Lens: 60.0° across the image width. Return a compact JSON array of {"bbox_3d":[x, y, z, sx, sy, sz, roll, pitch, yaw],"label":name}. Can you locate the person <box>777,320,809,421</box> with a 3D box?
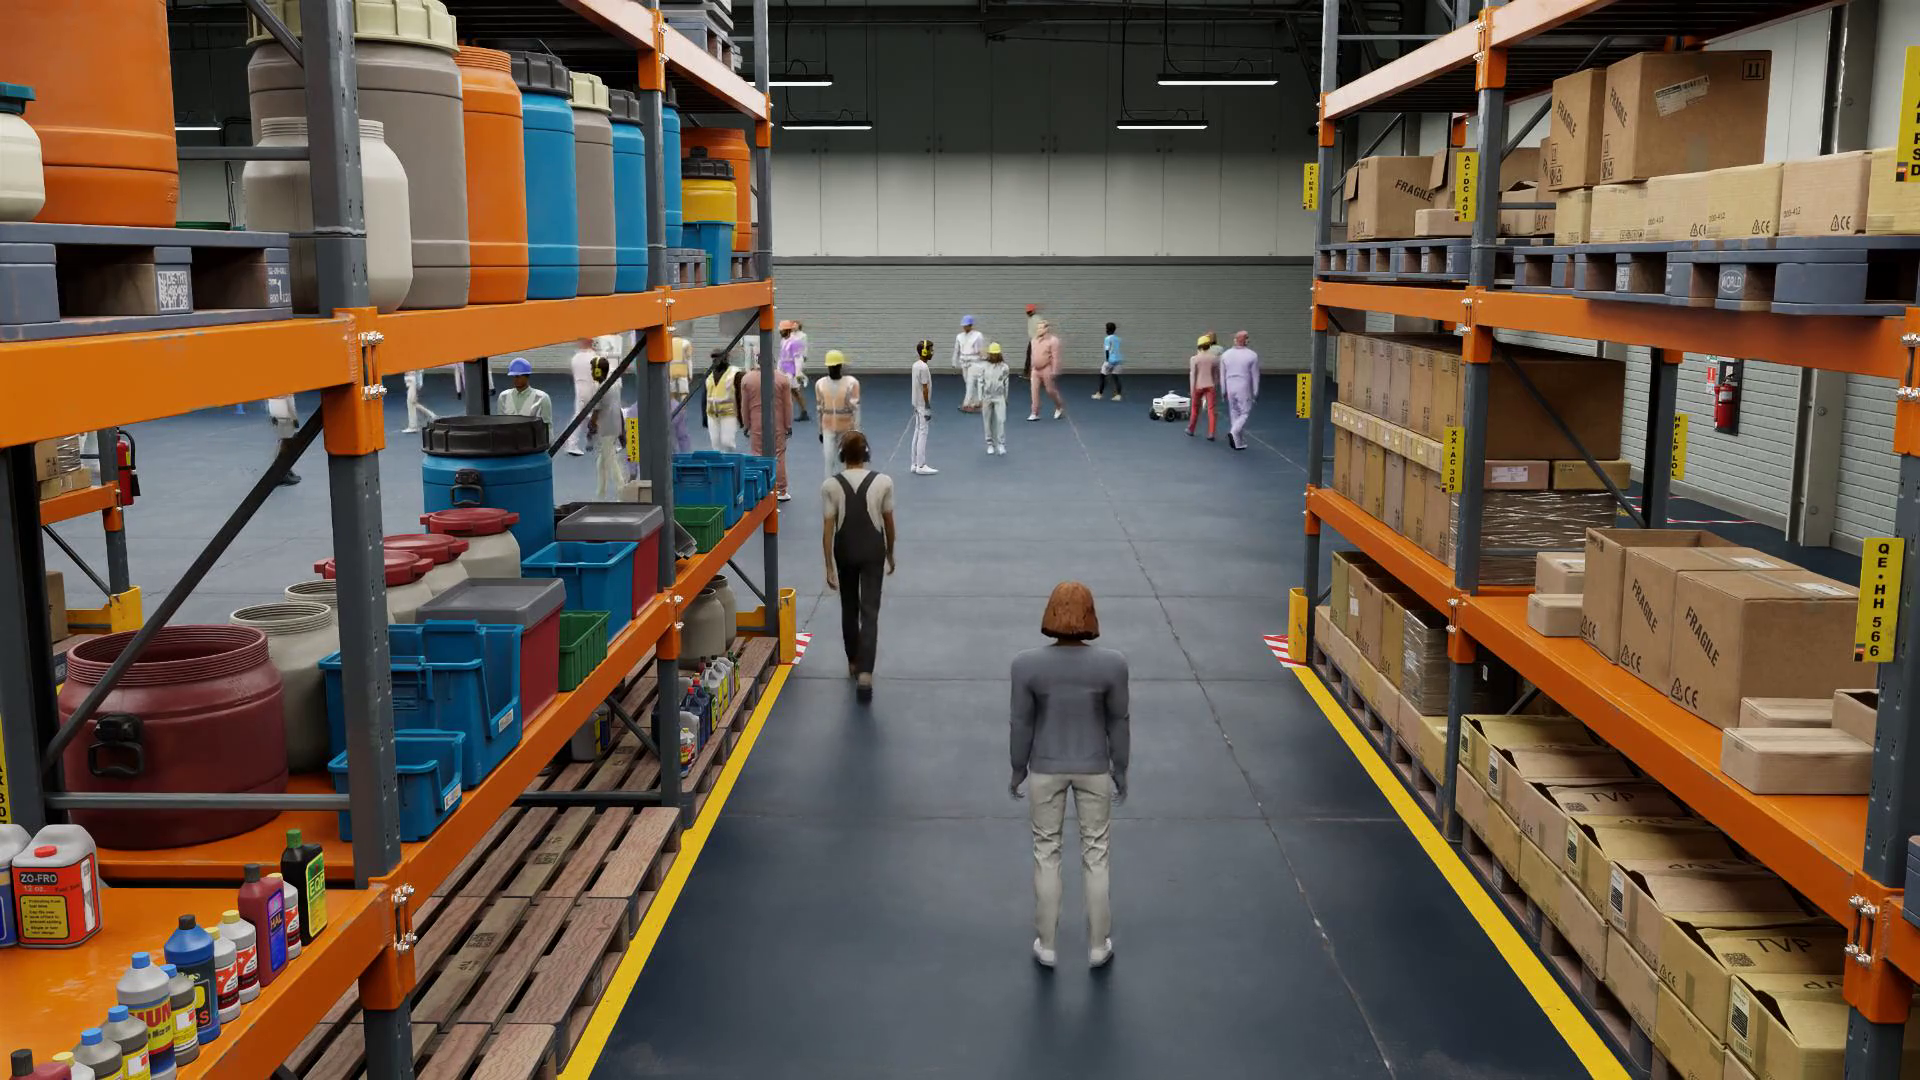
[{"bbox_3d":[-3.237,-3.115,30.772,1.006,1.878,0.564,-5,11,-28],"label":"person"}]

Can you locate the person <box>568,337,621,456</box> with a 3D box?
[{"bbox_3d":[-5.681,-2.228,25.553,0.659,1.860,0.980,6,11,33],"label":"person"}]

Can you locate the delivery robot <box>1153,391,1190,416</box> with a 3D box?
[{"bbox_3d":[3.983,-2.564,31.291,0.707,0.478,0.477,-7,12,-34],"label":"delivery robot"}]

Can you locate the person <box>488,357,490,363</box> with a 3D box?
[{"bbox_3d":[-10.141,-3.669,34.918,0.518,1.610,0.705,-3,10,-19],"label":"person"}]

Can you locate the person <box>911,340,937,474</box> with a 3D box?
[{"bbox_3d":[-0.520,-1.874,23.396,0.312,1.864,0.532,-3,10,-17],"label":"person"}]

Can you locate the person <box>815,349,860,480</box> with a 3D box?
[{"bbox_3d":[-1.500,-1.427,20.647,0.585,1.893,0.854,1,10,9],"label":"person"}]

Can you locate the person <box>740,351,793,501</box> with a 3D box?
[{"bbox_3d":[-2.382,-1.430,20.608,0.638,1.911,0.406,0,9,1],"label":"person"}]

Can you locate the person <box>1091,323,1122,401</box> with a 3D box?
[{"bbox_3d":[3.148,-3.811,35.577,0.774,1.663,0.558,7,12,36],"label":"person"}]

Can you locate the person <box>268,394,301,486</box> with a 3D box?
[{"bbox_3d":[-8.958,-1.698,22.174,0.509,1.916,0.571,-7,12,-37],"label":"person"}]

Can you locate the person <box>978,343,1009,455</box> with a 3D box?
[{"bbox_3d":[0.519,-2.151,25.534,0.493,1.708,0.855,0,9,-3],"label":"person"}]

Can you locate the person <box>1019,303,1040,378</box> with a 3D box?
[{"bbox_3d":[2.027,-5.123,42.750,1.062,1.921,0.622,-5,11,-29],"label":"person"}]

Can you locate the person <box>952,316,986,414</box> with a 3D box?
[{"bbox_3d":[0.112,-3.411,32.462,0.651,1.900,0.956,6,11,33],"label":"person"}]

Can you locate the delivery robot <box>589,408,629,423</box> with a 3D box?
[{"bbox_3d":[-6.106,-2.196,29.088,0.707,0.478,0.477,0,10,1],"label":"delivery robot"}]

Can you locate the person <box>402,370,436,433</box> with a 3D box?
[{"bbox_3d":[-9.468,-2.687,28.974,0.544,1.619,0.520,-6,11,-30],"label":"person"}]

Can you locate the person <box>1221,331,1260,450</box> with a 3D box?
[{"bbox_3d":[4.370,-2.337,26.103,0.653,1.890,0.719,7,12,38],"label":"person"}]

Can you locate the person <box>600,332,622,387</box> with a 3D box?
[{"bbox_3d":[-6.425,-3.130,30.486,0.643,2.008,0.663,4,10,22],"label":"person"}]

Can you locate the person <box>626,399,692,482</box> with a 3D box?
[{"bbox_3d":[-3.005,-0.741,16.564,0.638,1.895,1.043,-7,12,-37],"label":"person"}]

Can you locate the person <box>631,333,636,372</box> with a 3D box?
[{"bbox_3d":[-6.342,-3.615,33.957,0.839,1.812,0.603,9,13,44],"label":"person"}]

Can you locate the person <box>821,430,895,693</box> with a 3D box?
[{"bbox_3d":[-0.706,0.136,11.574,0.508,1.808,0.970,0,9,0],"label":"person"}]

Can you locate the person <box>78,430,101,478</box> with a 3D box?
[{"bbox_3d":[-11.980,-1.766,22.820,0.429,1.841,0.633,3,10,16],"label":"person"}]

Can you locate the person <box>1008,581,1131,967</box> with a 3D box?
[{"bbox_3d":[0.460,0.986,6.997,0.519,1.624,0.319,0,9,1],"label":"person"}]

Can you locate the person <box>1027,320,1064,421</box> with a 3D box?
[{"bbox_3d":[1.616,-3.203,31.330,0.651,1.881,0.857,7,12,38],"label":"person"}]

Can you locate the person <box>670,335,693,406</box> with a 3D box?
[{"bbox_3d":[-5.109,-2.999,29.973,0.562,1.918,0.554,-1,10,-6],"label":"person"}]

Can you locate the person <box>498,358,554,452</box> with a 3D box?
[{"bbox_3d":[-4.613,-0.955,17.642,0.605,1.949,0.401,2,10,10],"label":"person"}]

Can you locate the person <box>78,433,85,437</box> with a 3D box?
[{"bbox_3d":[-11.675,-1.456,21.484,0.800,1.668,0.527,6,11,30],"label":"person"}]

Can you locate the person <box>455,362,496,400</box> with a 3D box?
[{"bbox_3d":[-8.000,-2.544,27.336,0.598,1.892,0.925,3,10,20],"label":"person"}]

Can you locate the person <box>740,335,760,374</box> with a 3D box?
[{"bbox_3d":[-5.166,-4.895,41.294,0.629,1.932,0.379,1,9,3],"label":"person"}]

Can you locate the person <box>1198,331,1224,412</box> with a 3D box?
[{"bbox_3d":[4.867,-3.240,32.321,0.504,1.619,0.523,1,10,8],"label":"person"}]

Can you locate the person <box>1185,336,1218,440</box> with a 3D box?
[{"bbox_3d":[4.079,-2.554,27.925,0.545,1.716,0.921,-2,10,-14],"label":"person"}]

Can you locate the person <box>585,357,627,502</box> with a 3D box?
[{"bbox_3d":[-4.248,-1.233,19.655,0.846,1.830,0.538,3,10,18],"label":"person"}]

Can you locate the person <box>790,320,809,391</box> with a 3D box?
[{"bbox_3d":[-3.709,-4.272,38.469,0.518,1.621,0.624,7,12,36],"label":"person"}]

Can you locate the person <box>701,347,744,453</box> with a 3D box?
[{"bbox_3d":[-3.185,-1.666,22.262,0.647,1.824,0.444,4,10,25],"label":"person"}]
